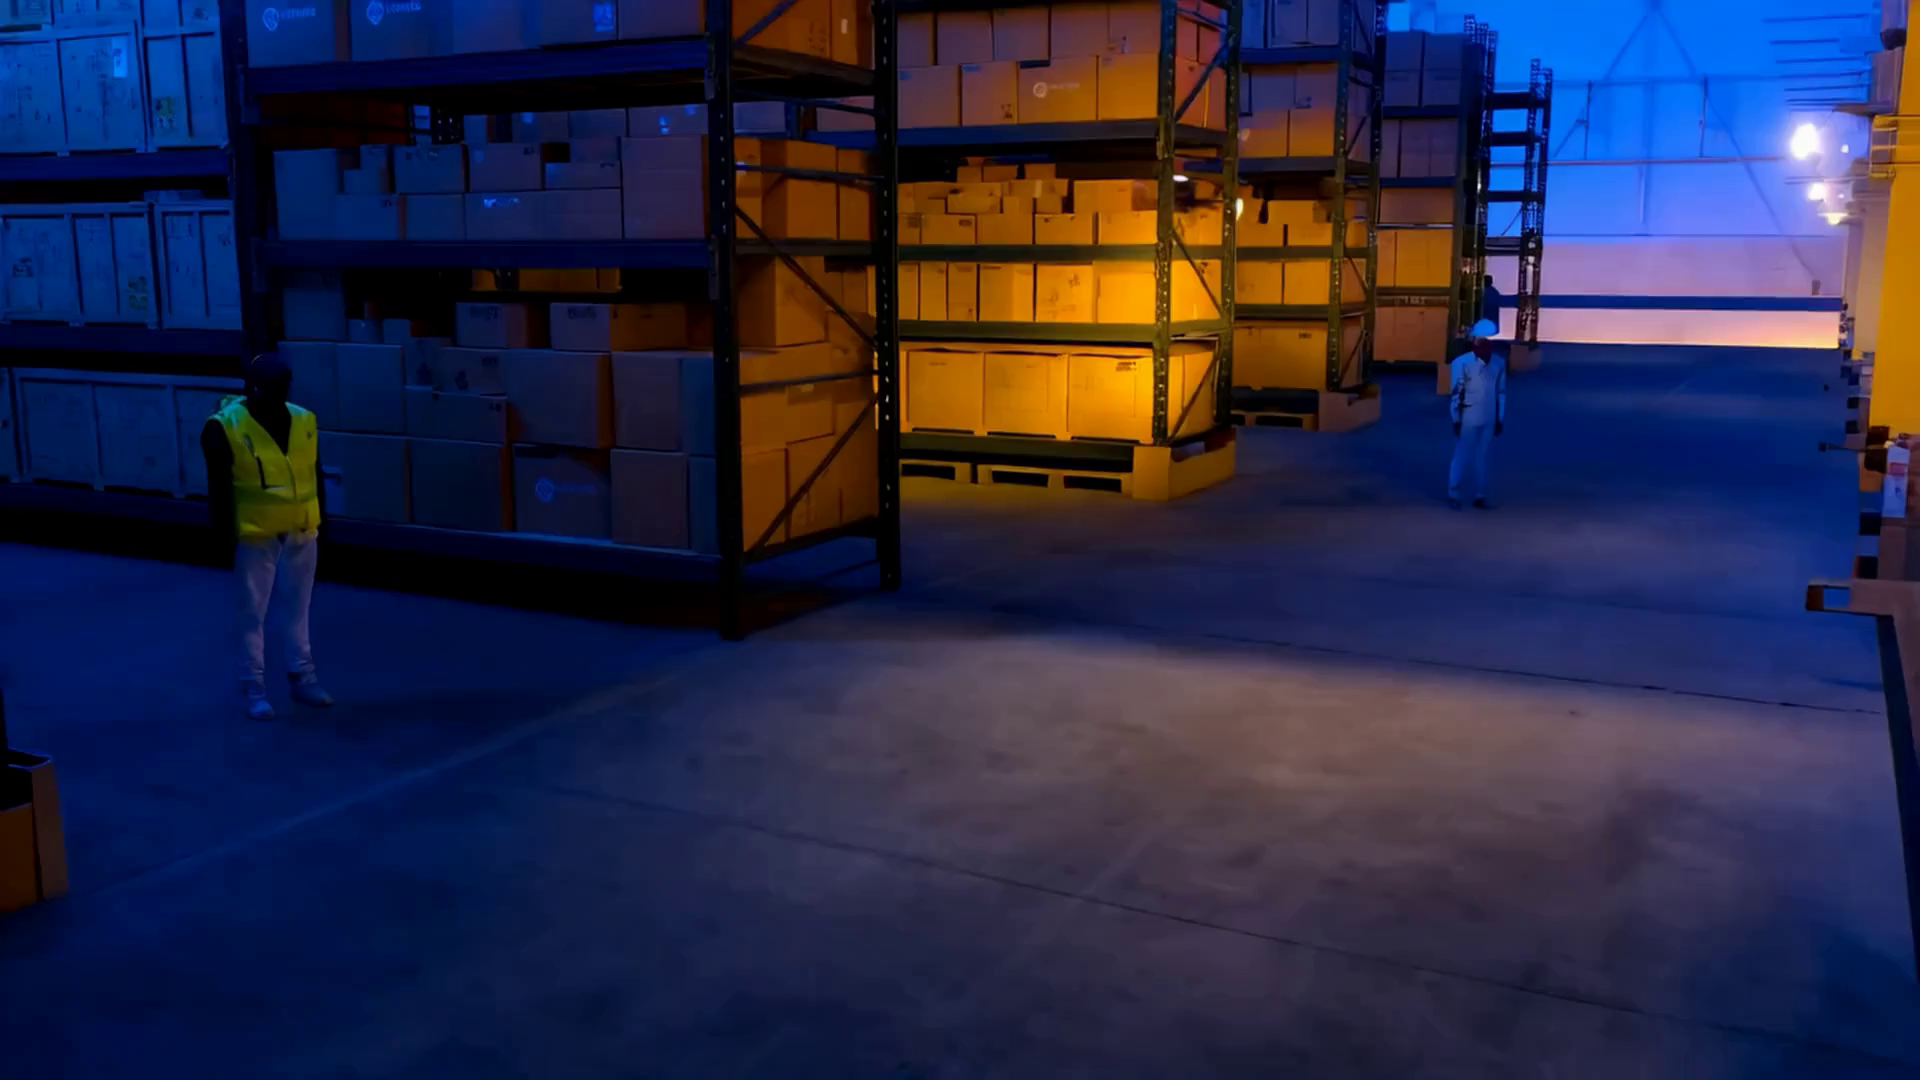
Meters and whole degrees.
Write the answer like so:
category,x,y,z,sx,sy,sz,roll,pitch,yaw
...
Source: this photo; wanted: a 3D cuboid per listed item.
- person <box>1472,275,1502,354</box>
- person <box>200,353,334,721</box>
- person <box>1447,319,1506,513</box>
category,x,y,z,sx,sy,sz,roll,pitch,yaw
person,10.057,-4.117,31.899,0.651,1.907,0.409,-4,11,-24
person,-3.464,-0.025,8.415,0.429,1.838,0.621,7,12,36
person,4.672,-1.111,14.975,0.566,1.742,0.351,-3,10,-19
